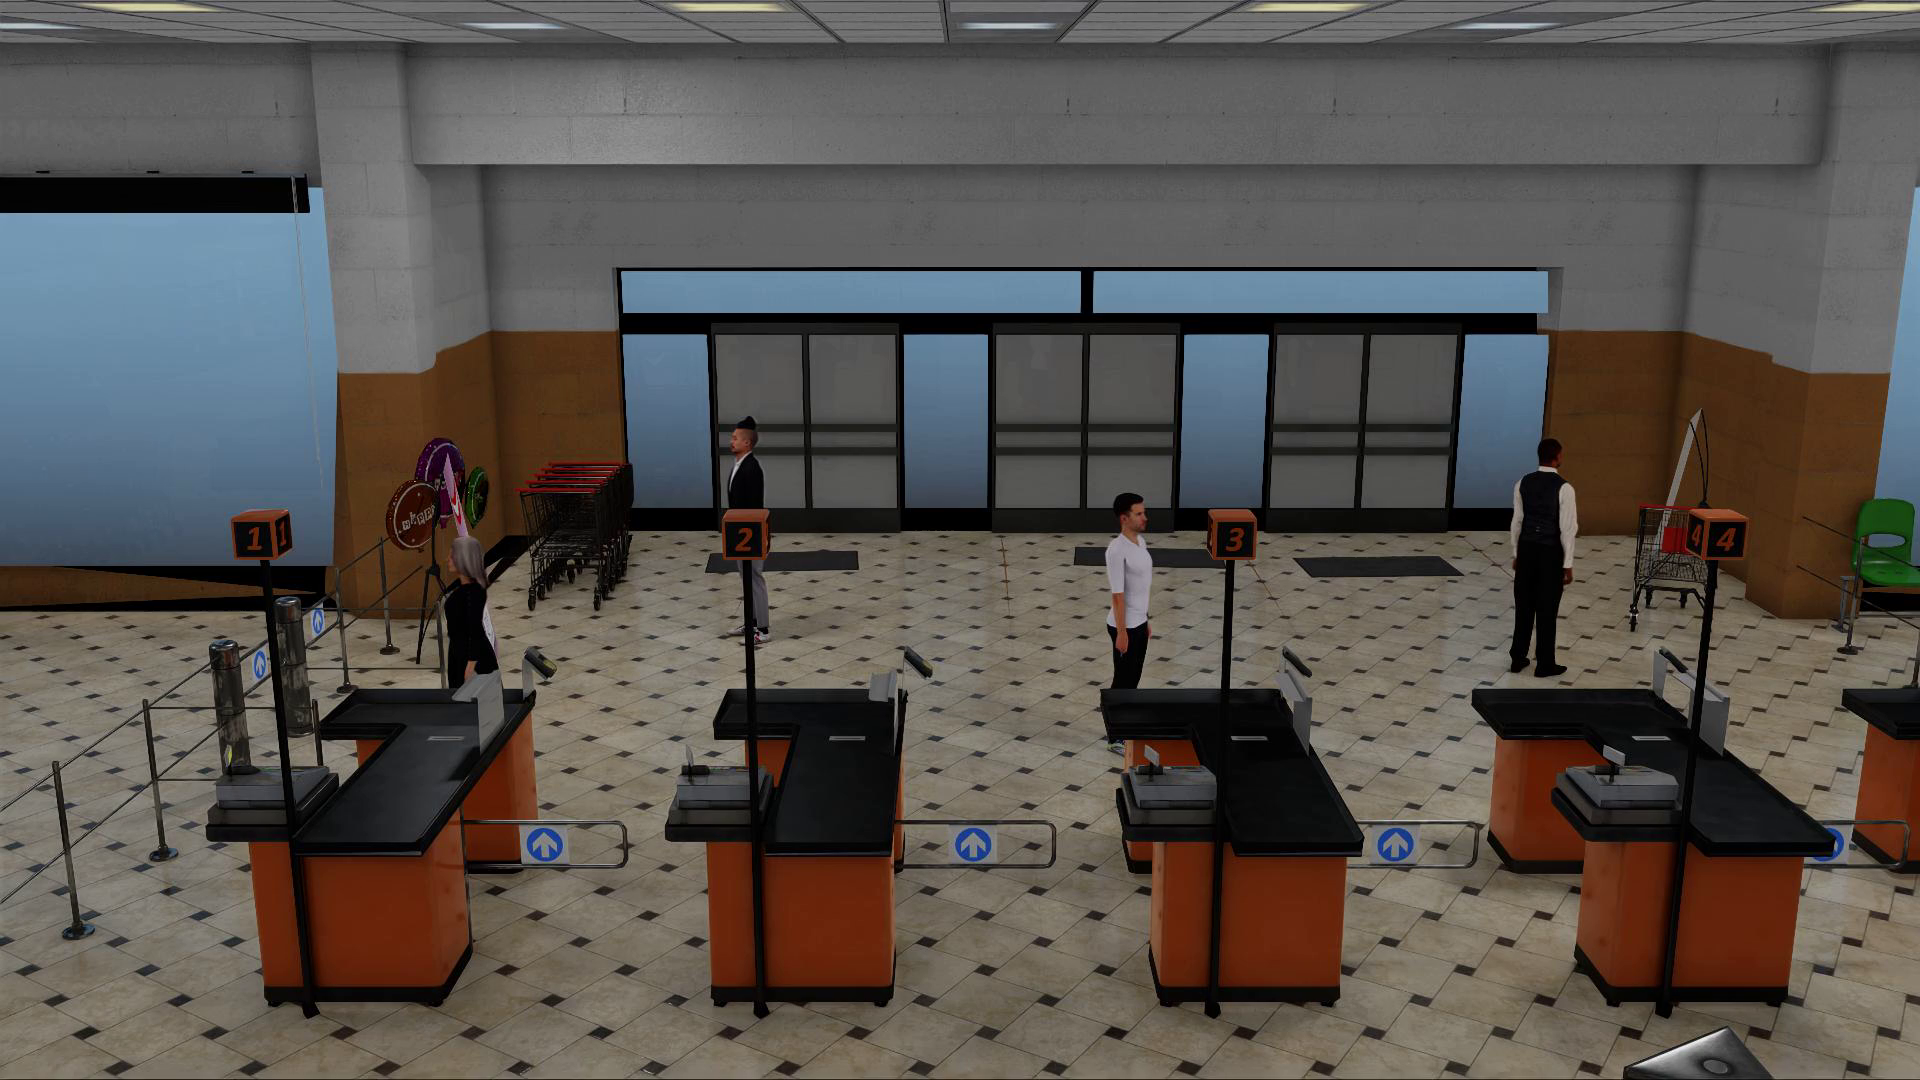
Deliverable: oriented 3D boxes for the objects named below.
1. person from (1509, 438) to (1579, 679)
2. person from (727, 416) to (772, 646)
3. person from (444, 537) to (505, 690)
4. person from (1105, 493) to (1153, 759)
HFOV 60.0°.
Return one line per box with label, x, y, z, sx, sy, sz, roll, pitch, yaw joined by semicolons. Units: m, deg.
person;4.655;0.133;13.325;0.832;1.918;0.763;-12;18;-42
person;-1.796;-0.088;14.170;0.851;1.949;0.683;-6;15;-23
person;-3.183;0.821;10.849;0.738;1.747;0.623;-5;15;-21
person;1.177;0.575;11.645;0.809;1.852;0.674;7;15;26
